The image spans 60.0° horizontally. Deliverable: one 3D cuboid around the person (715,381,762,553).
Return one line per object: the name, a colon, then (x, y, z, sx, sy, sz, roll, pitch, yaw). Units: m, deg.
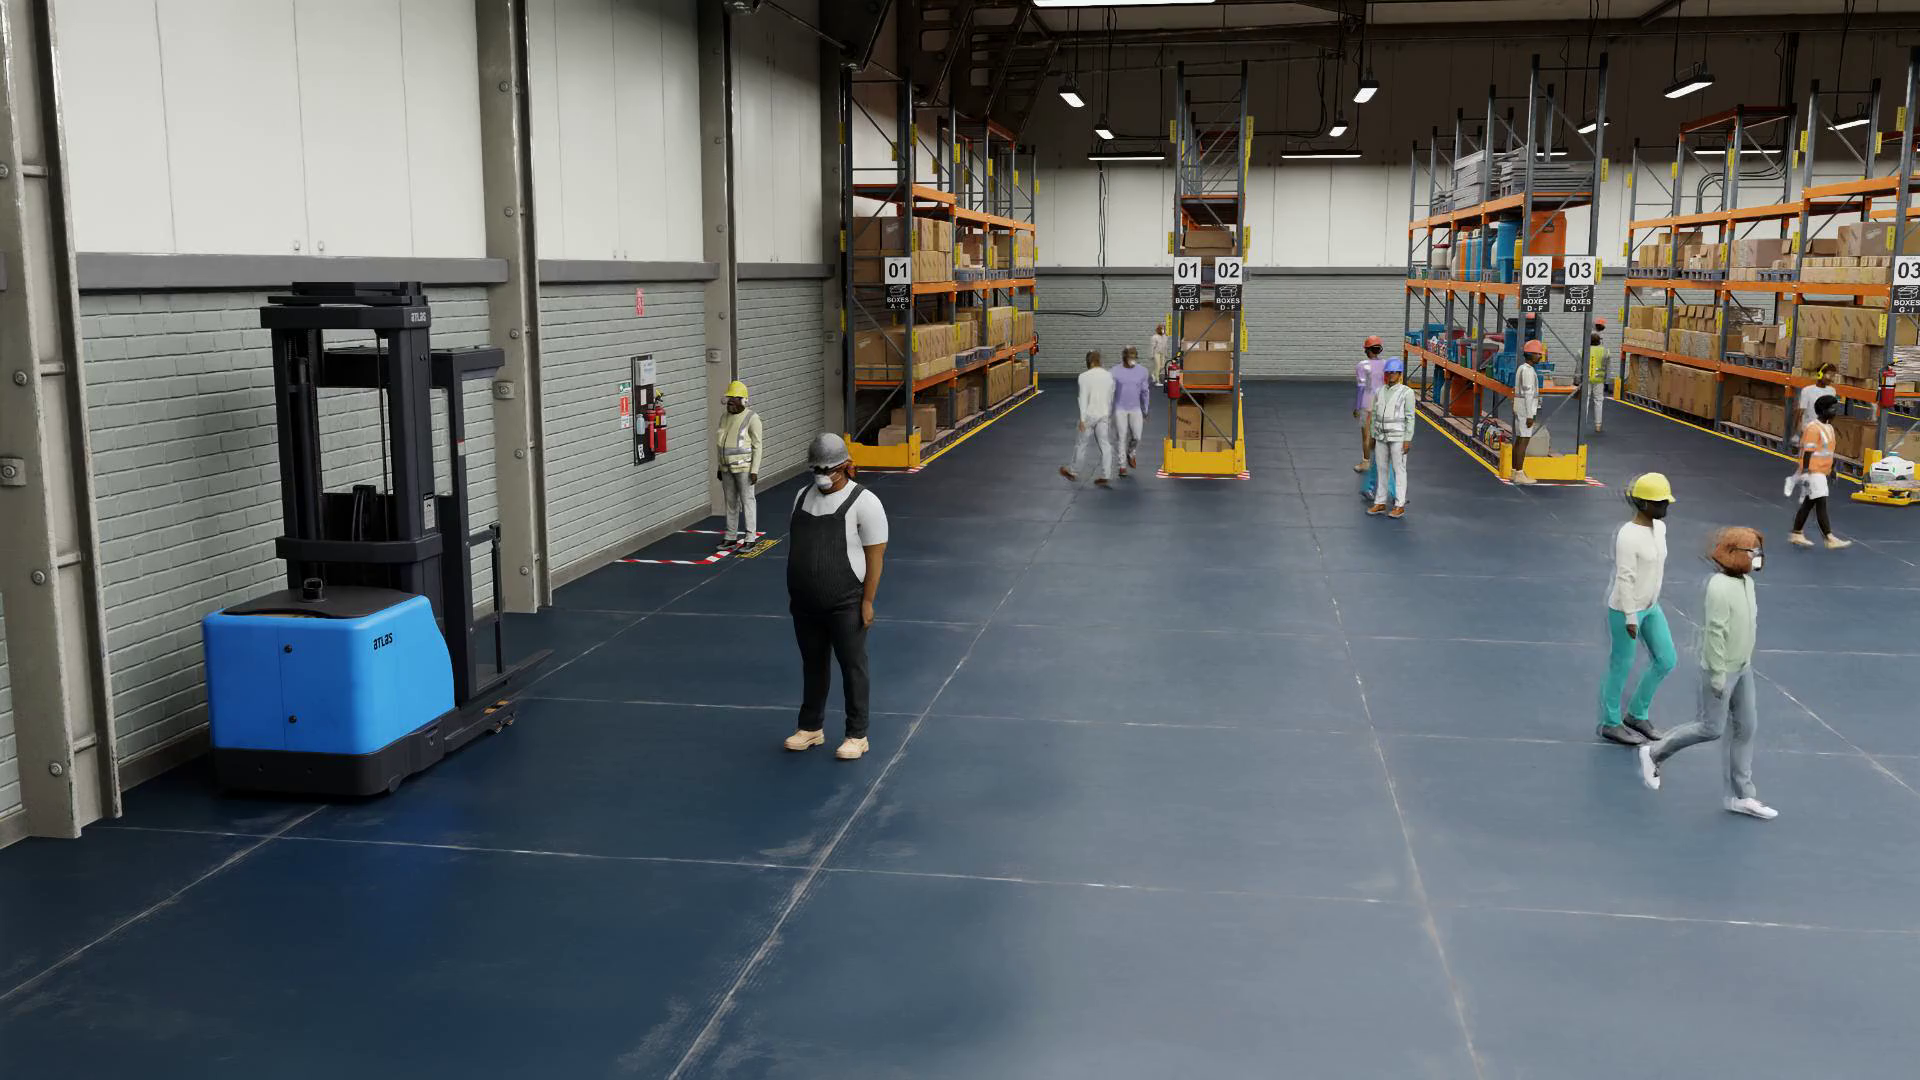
person: (-2.394, -0.787, 17.846, 0.588, 1.837, 0.403, 7, 11, 35)

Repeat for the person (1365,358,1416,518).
person: (5.293, -1.261, 20.423, 0.380, 1.949, 0.613, -7, 12, -37)

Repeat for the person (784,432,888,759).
person: (-0.822, 0.353, 10.316, 0.672, 2.000, 0.536, 6, 11, 31)

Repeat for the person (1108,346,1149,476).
person: (2.454, -1.910, 24.500, 0.659, 1.916, 0.492, -1, 9, -4)

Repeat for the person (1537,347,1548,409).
person: (12.556, -3.680, 36.299, 0.522, 1.638, 0.310, 7, 12, 37)

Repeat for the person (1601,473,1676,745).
person: (4.310, 0.442, 10.508, 0.553, 1.746, 0.484, -7, 12, -38)

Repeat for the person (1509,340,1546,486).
person: (8.020, -1.802, 23.476, 0.392, 2.039, 0.612, 1, 9, 9)

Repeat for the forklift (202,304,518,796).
forklift: (-3.673, -0.038, 10.147, 1.129, 2.768, 1.873, 1, 9, 9)

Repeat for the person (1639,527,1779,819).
person: (4.236, 0.709, 9.299, 0.506, 1.613, 0.683, -8, 12, -40)

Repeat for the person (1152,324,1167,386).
person: (5.179, -4.855, 43.597, 0.507, 1.620, 0.492, -7, 11, -35)

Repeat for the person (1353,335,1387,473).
person: (6.153, -2.036, 24.916, 0.615, 2.041, 0.388, -4, 10, -23)

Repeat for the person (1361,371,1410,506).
person: (5.528, -1.358, 21.538, 0.576, 1.794, 0.998, -5, 10, -27)

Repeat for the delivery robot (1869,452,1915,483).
delivery robot: (12.727, -0.960, 22.696, 0.707, 0.478, 0.477, -7, 12, -39)

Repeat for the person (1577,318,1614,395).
person: (15.456, -4.469, 40.463, 1.032, 1.877, 0.540, 8, 12, 41)

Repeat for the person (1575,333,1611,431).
person: (11.891, -2.970, 31.297, 0.636, 1.842, 0.429, 2, 9, 12)

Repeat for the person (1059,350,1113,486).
person: (1.827, -1.727, 23.461, 0.661, 1.889, 0.994, -6, 11, -35)

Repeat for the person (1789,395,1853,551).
person: (9.330, -0.719, 17.903, 0.702, 1.666, 0.552, 9, 13, 44)

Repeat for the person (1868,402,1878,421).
person: (16.712, -2.703, 30.331, 0.499, 1.619, 0.617, 1, 9, 4)

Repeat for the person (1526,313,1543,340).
person: (13.867, -4.521, 40.437, 0.624, 1.986, 0.410, -3, 10, -16)

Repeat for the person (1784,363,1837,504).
person: (11.082, -1.410, 21.721, 0.550, 1.835, 0.770, -2, 9, -12)

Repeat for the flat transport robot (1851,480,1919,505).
flat transport robot: (12.481, -0.639, 21.876, 1.431, 0.197, 0.652, -5, 11, -28)
